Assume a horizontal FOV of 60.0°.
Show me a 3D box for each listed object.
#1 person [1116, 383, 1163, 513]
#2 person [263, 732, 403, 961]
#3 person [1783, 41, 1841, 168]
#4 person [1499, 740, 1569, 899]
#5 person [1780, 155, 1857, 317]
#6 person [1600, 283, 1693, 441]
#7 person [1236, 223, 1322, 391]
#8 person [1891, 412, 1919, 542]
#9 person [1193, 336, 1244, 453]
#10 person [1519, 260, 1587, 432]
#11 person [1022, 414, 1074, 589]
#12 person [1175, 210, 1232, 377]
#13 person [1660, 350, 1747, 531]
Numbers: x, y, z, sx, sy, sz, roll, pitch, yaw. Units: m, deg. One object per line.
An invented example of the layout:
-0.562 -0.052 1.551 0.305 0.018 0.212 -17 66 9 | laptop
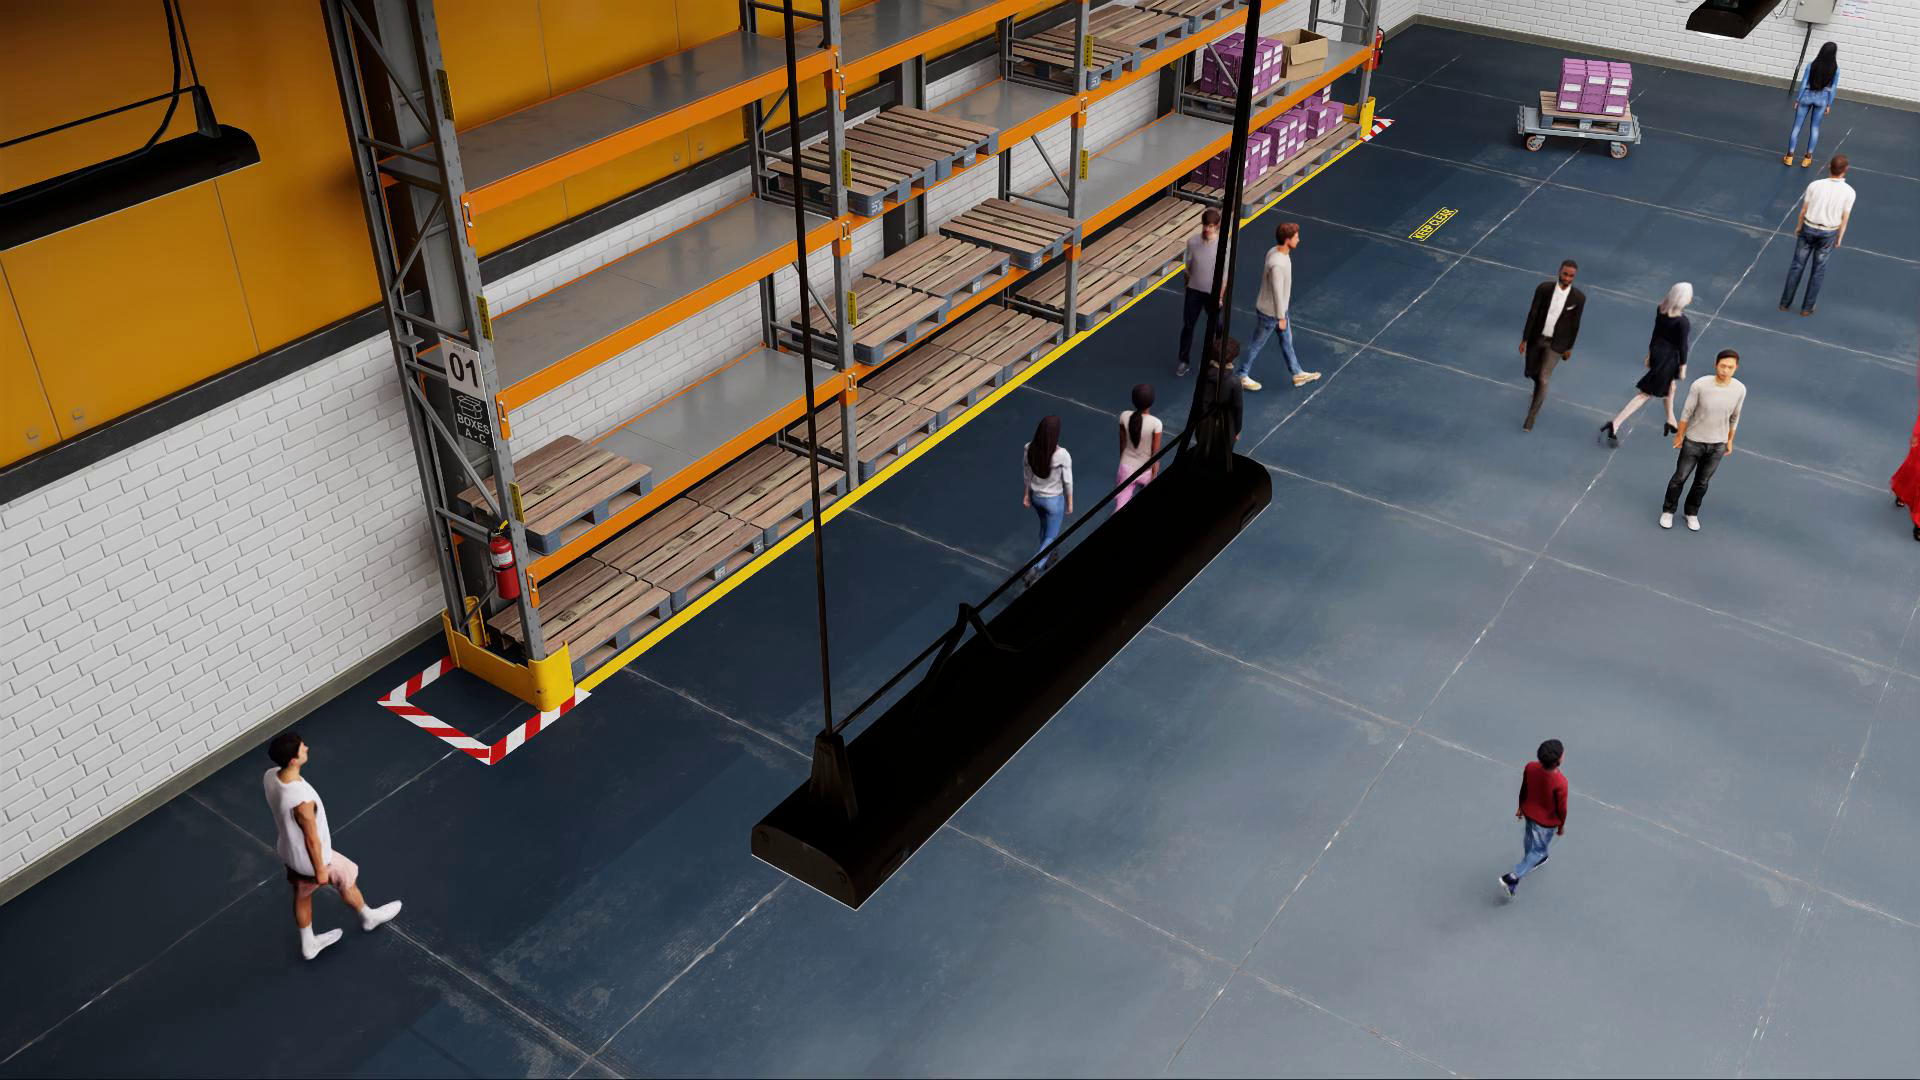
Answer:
1.520 -0.525 14.626 0.690 1.691 1.202 17 37 24 | person
-4.287 2.032 10.714 0.739 1.763 0.945 27 42 34 | person
11.708 -5.989 22.828 0.654 1.711 0.592 13 36 18 | person
3.944 1.899 11.382 0.880 1.245 0.715 -17 37 -24 | person
9.755 -3.473 18.917 0.653 1.850 0.553 20 38 27 | person
6.852 -1.698 16.385 1.203 1.698 1.094 -8 34 -11 | person
3.149 -2.401 17.299 1.037 1.856 1.174 9 35 13 | person
8.913 -0.934 15.195 0.757 1.743 1.148 14 36 20 | person
2.367 -1.057 15.348 0.645 1.778 0.601 17 37 24 | person
5.942 -2.022 16.803 0.730 1.775 1.076 17 37 24 | person
0.714 -0.296 14.357 0.661 1.608 1.018 19 38 26 | person
2.658 -2.682 17.761 0.771 1.813 1.157 15 37 22 | person
6.772 -0.927 15.122 0.733 1.811 0.694 6 34 8 | person
